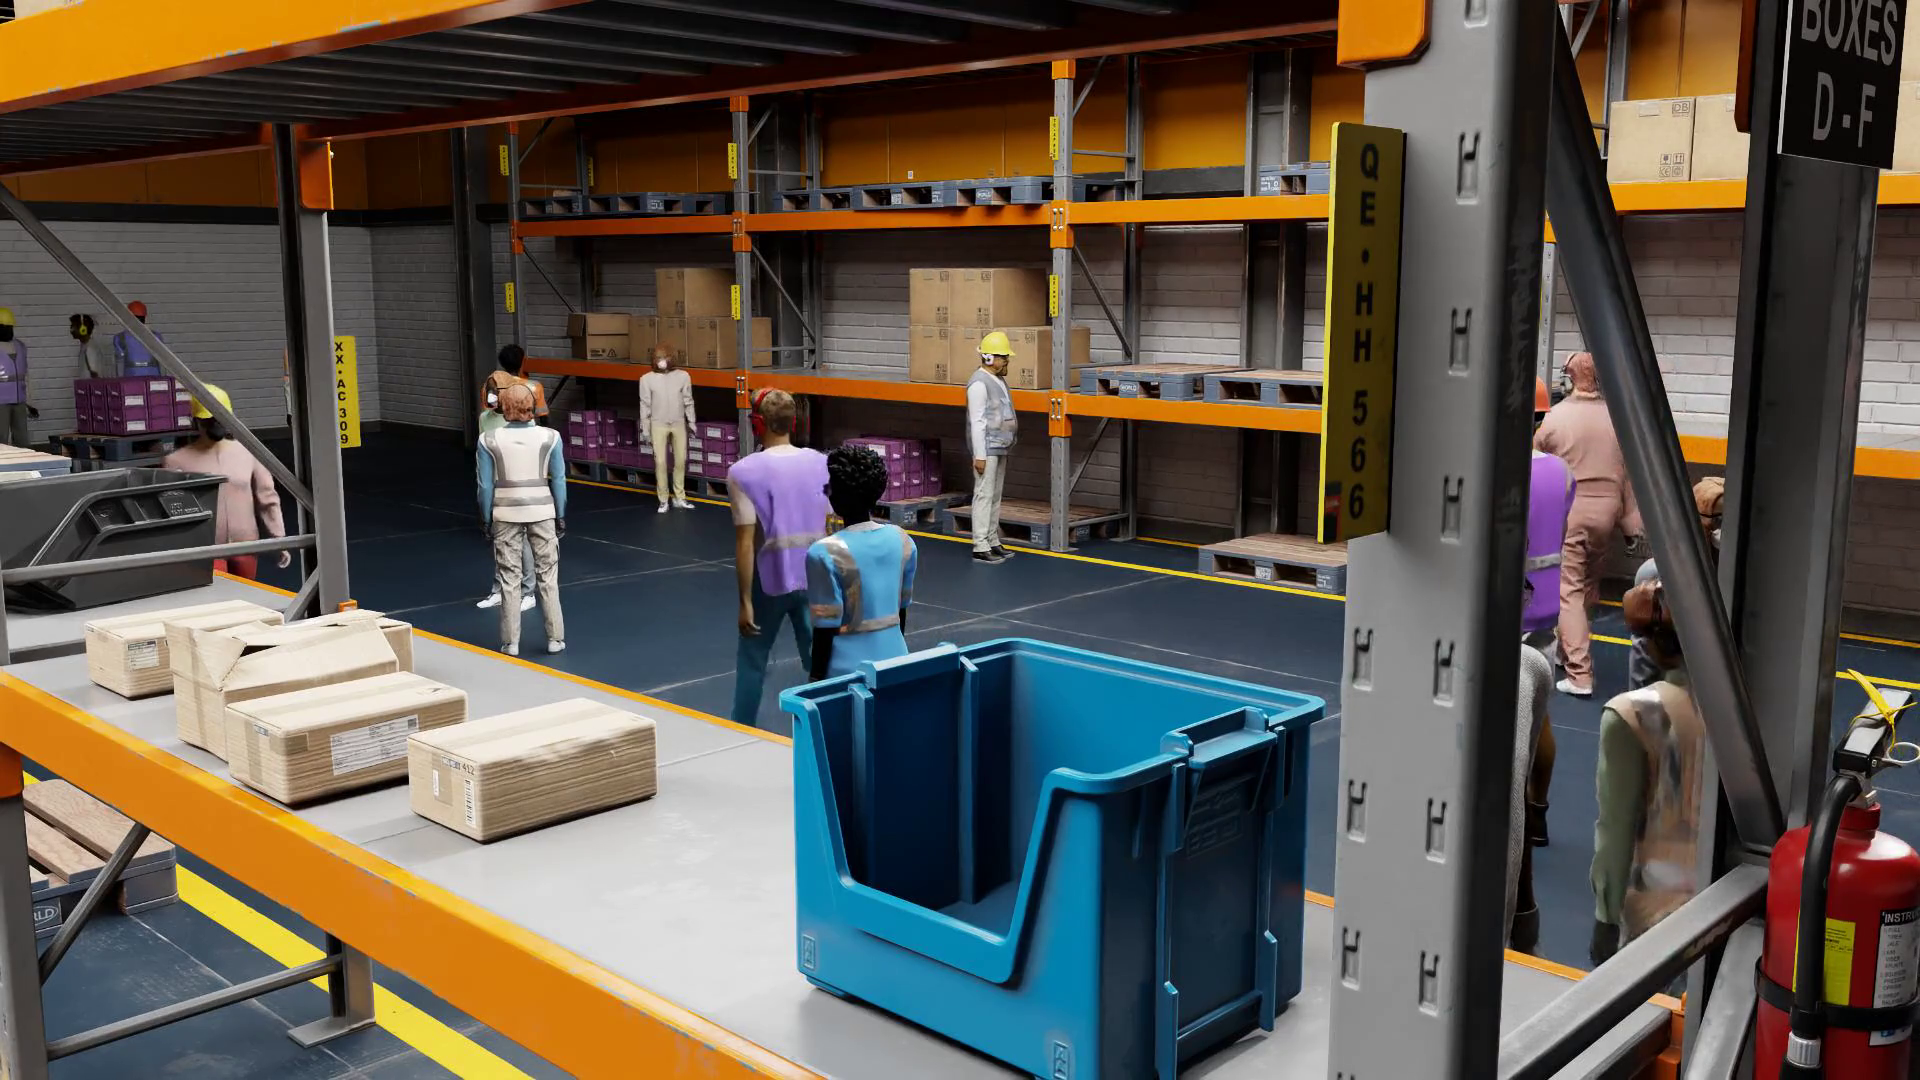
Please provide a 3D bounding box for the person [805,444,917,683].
[{"bbox_3d":[-0.367,0.502,5.988,0.318,1.697,0.535,7,11,35],"label":"person"}]

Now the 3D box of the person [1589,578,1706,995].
[{"bbox_3d":[1.730,0.869,4.021,0.549,1.585,0.827,-2,9,-10],"label":"person"}]

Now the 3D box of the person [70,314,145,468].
[{"bbox_3d":[-9.417,-1.555,18.194,0.827,1.846,0.505,-4,10,-21],"label":"person"}]

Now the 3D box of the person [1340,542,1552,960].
[{"bbox_3d":[1.002,0.836,3.430,0.508,1.865,0.329,-4,10,-21],"label":"person"}]

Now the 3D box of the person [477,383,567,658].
[{"bbox_3d":[-2.605,-0.112,9.924,0.514,1.641,0.315,-3,10,-16],"label":"person"}]

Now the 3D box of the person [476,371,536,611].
[{"bbox_3d":[-3.080,-0.330,11.287,0.498,1.630,0.278,5,10,27],"label":"person"}]

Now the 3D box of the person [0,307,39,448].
[{"bbox_3d":[-9.950,-1.475,17.417,0.378,1.927,0.612,3,10,16],"label":"person"}]

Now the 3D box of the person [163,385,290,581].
[{"bbox_3d":[-3.878,0.038,8.780,0.539,1.716,0.926,-8,12,-41],"label":"person"}]

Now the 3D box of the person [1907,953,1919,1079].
[{"bbox_3d":[1.424,1.077,2.103,0.486,1.829,0.694,1,9,7],"label":"person"}]

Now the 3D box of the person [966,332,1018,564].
[{"bbox_3d":[0.257,-0.729,13.161,0.403,1.823,0.585,3,10,20],"label":"person"}]

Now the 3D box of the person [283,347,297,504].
[{"bbox_3d":[-6.349,-1.309,16.411,0.593,1.917,0.384,-2,9,-11],"label":"person"}]

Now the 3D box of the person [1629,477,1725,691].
[{"bbox_3d":[2.489,0.595,5.605,0.498,1.634,0.283,-1,9,-5],"label":"person"}]

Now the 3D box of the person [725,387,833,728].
[{"bbox_3d":[-0.790,0.204,7.531,0.581,1.795,1.007,-7,12,-39],"label":"person"}]

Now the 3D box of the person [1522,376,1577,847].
[{"bbox_3d":[2.155,0.290,6.547,0.547,1.939,0.376,-7,12,-37],"label":"person"}]

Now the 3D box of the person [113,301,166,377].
[{"bbox_3d":[-9.674,-1.851,19.674,0.543,1.939,0.361,-4,10,-23],"label":"person"}]

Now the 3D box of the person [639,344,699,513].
[{"bbox_3d":[-2.794,-1.067,15.904,0.560,1.607,0.504,-4,10,-21],"label":"person"}]

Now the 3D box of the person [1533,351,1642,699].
[{"bbox_3d":[3.372,-0.111,9.243,0.662,1.854,0.971,-1,9,-6],"label":"person"}]

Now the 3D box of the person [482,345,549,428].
[{"bbox_3d":[-3.757,-0.831,14.243,0.543,1.666,0.761,1,9,5],"label":"person"}]
